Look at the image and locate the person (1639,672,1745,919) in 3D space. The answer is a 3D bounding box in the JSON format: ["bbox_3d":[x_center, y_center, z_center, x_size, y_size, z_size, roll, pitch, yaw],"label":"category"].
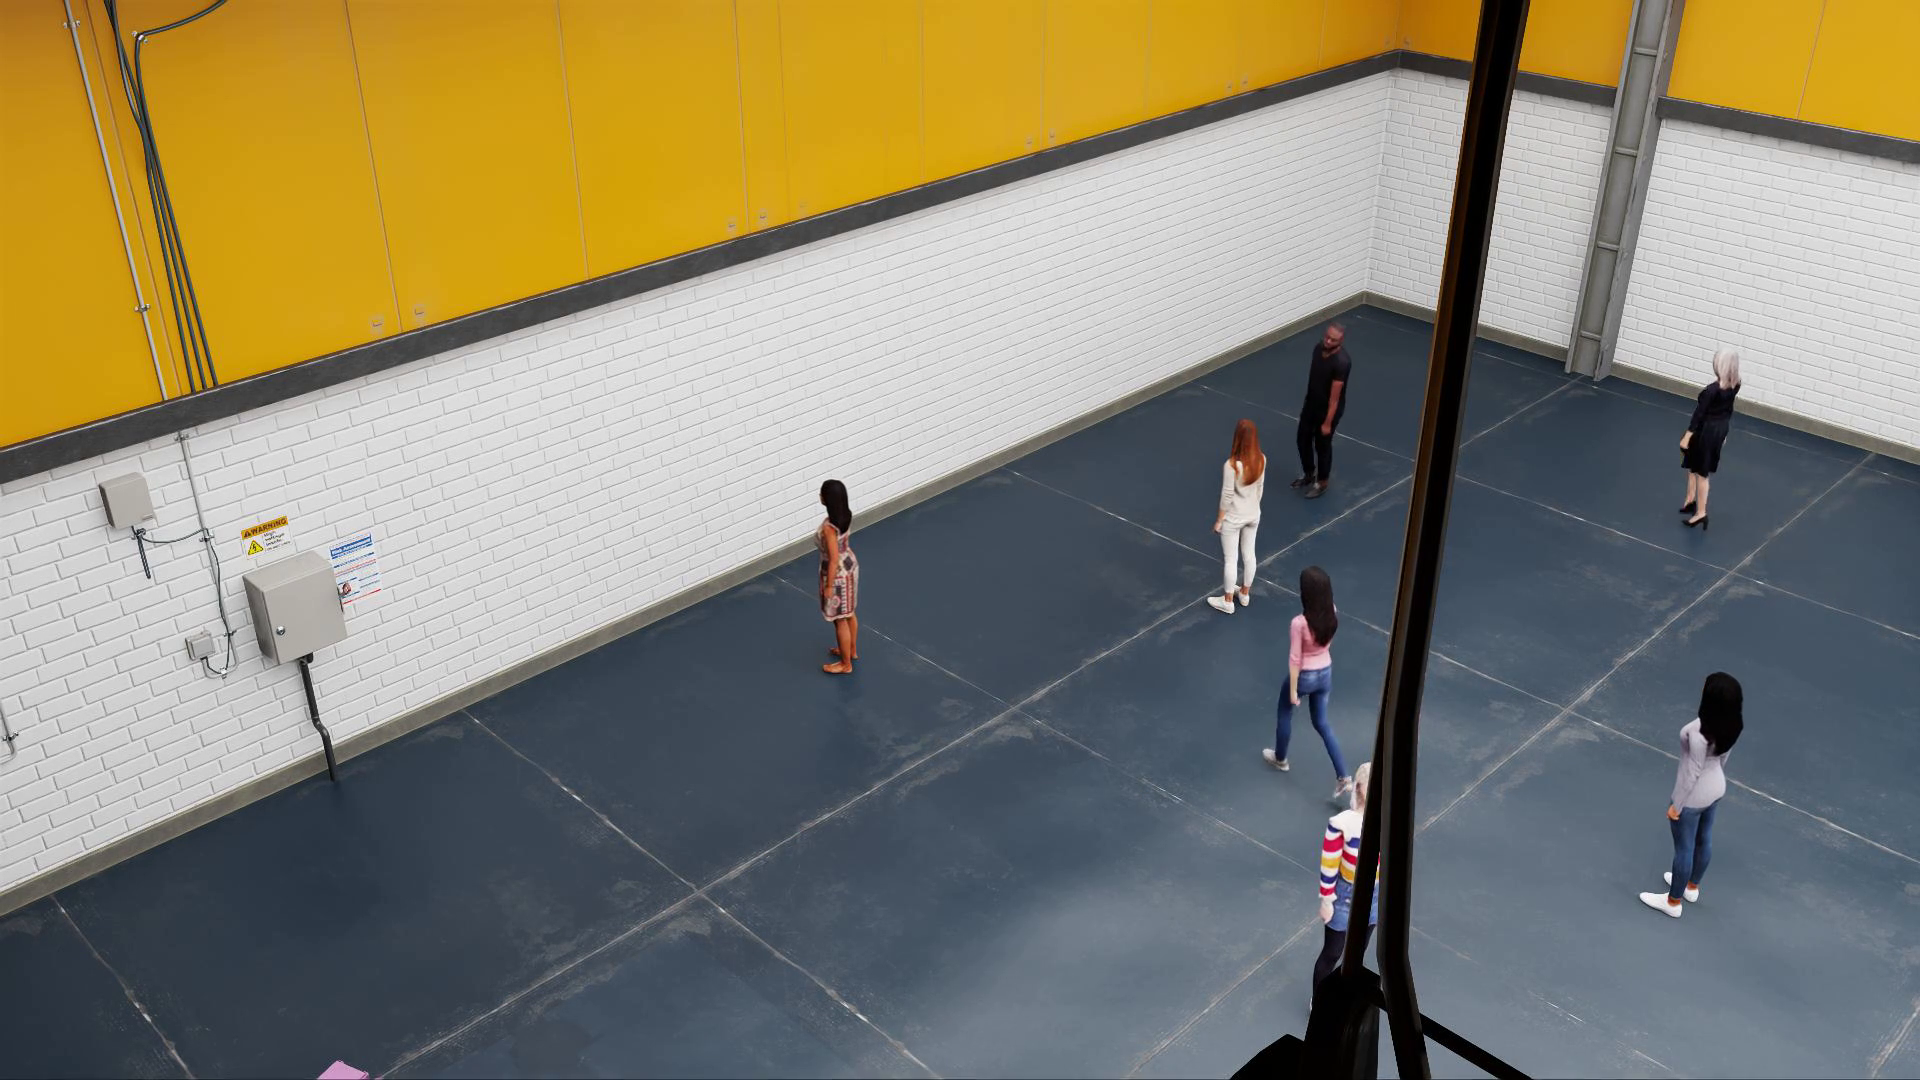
[{"bbox_3d":[4.606,1.582,10.338,0.640,1.736,0.581,-18,34,-30],"label":"person"}]

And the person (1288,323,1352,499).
[{"bbox_3d":[3.375,-1.203,15.387,0.852,1.790,0.680,-6,29,-10],"label":"person"}]

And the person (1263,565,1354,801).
[{"bbox_3d":[2.460,0.995,11.435,0.779,1.717,1.135,-14,32,-24],"label":"person"}]

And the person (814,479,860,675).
[{"bbox_3d":[-0.937,0.270,12.839,0.725,1.645,0.729,6,29,12],"label":"person"}]

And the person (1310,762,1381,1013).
[{"bbox_3d":[2.244,2.016,9.467,0.726,1.808,0.692,-9,30,-16],"label":"person"}]

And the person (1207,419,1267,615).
[{"bbox_3d":[2.302,-0.198,13.625,0.644,1.713,0.630,-16,32,-26],"label":"person"}]

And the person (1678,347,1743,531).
[{"bbox_3d":[6.743,-0.863,14.822,0.604,1.735,0.696,-22,36,-35],"label":"person"}]
